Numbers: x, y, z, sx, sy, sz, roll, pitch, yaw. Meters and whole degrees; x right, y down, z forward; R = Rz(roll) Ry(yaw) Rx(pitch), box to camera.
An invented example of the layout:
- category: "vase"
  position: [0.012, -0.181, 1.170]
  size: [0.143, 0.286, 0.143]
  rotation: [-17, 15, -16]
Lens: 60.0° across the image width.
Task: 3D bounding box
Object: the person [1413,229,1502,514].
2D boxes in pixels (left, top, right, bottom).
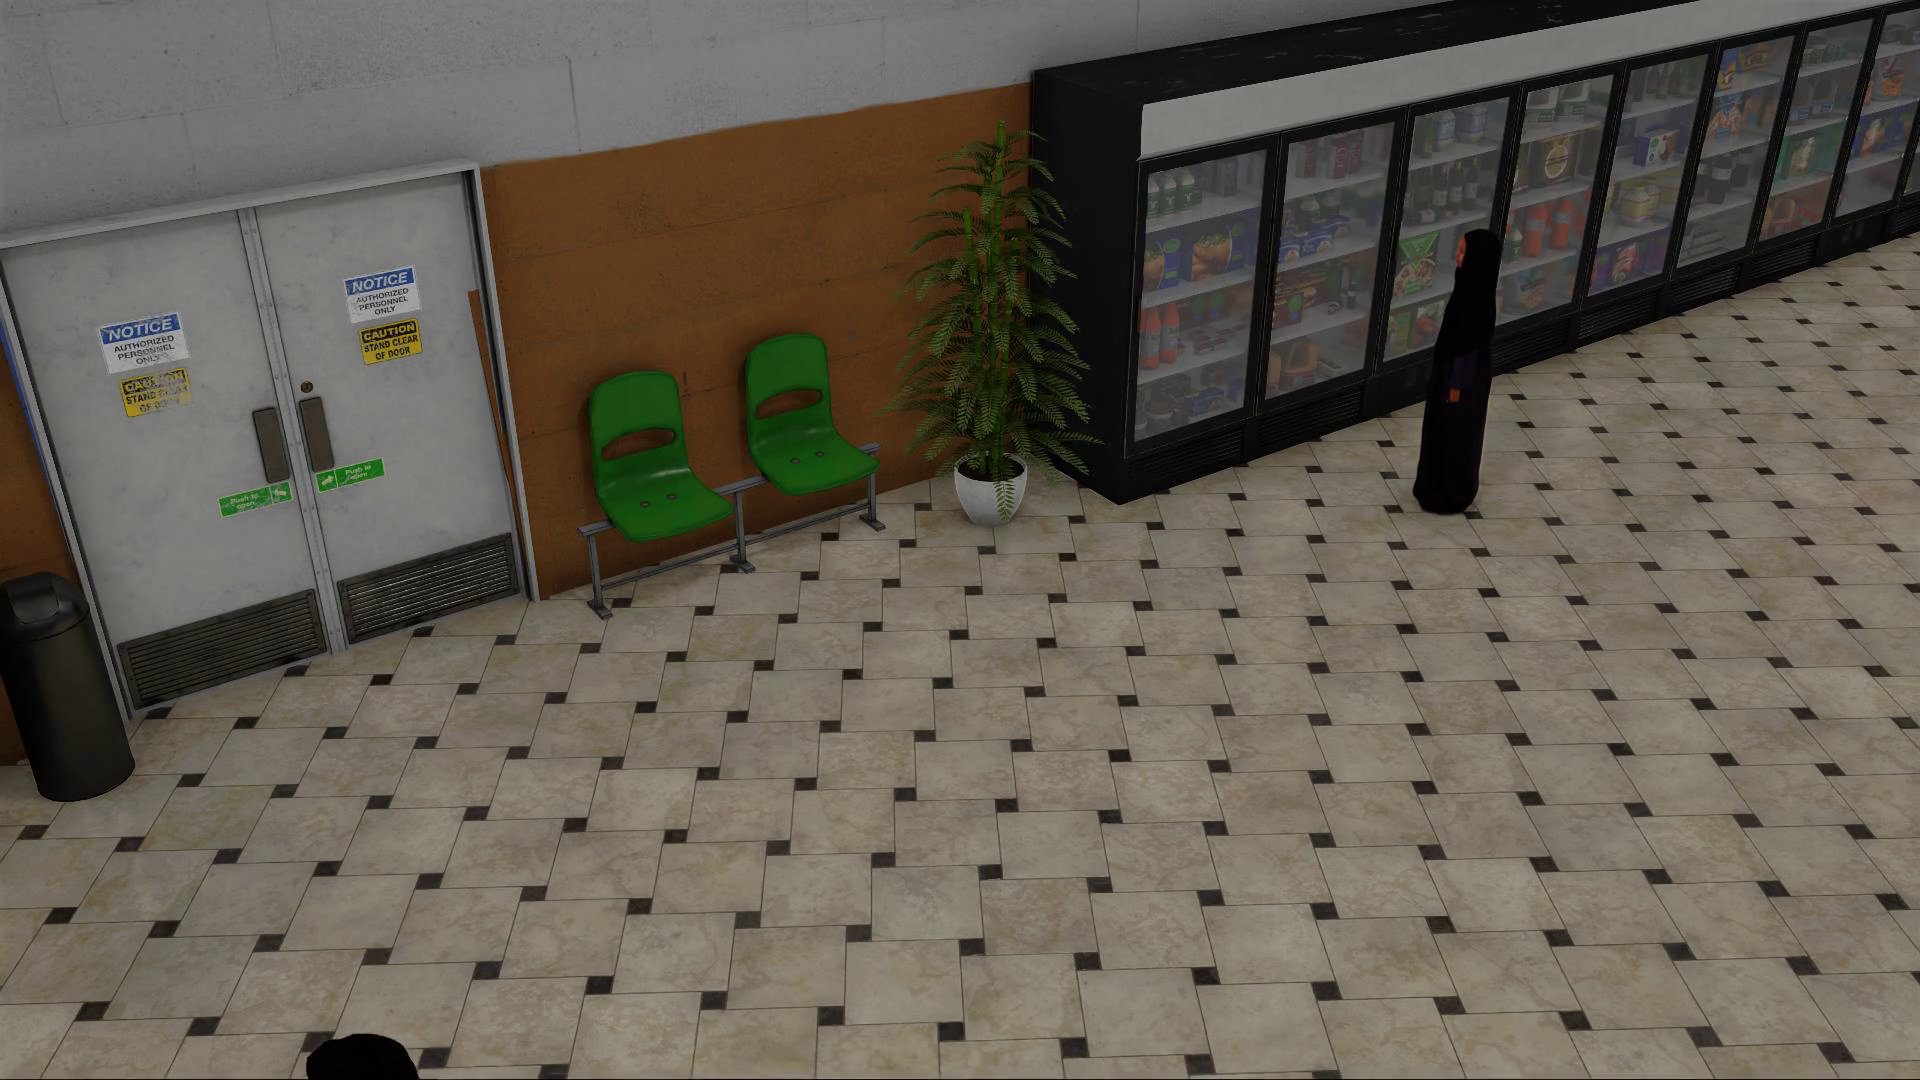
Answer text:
- category: "person"
  position: [2.795, -0.943, 9.226]
  size: [0.777, 1.614, 0.727]
  rotation: [7, 29, 13]
